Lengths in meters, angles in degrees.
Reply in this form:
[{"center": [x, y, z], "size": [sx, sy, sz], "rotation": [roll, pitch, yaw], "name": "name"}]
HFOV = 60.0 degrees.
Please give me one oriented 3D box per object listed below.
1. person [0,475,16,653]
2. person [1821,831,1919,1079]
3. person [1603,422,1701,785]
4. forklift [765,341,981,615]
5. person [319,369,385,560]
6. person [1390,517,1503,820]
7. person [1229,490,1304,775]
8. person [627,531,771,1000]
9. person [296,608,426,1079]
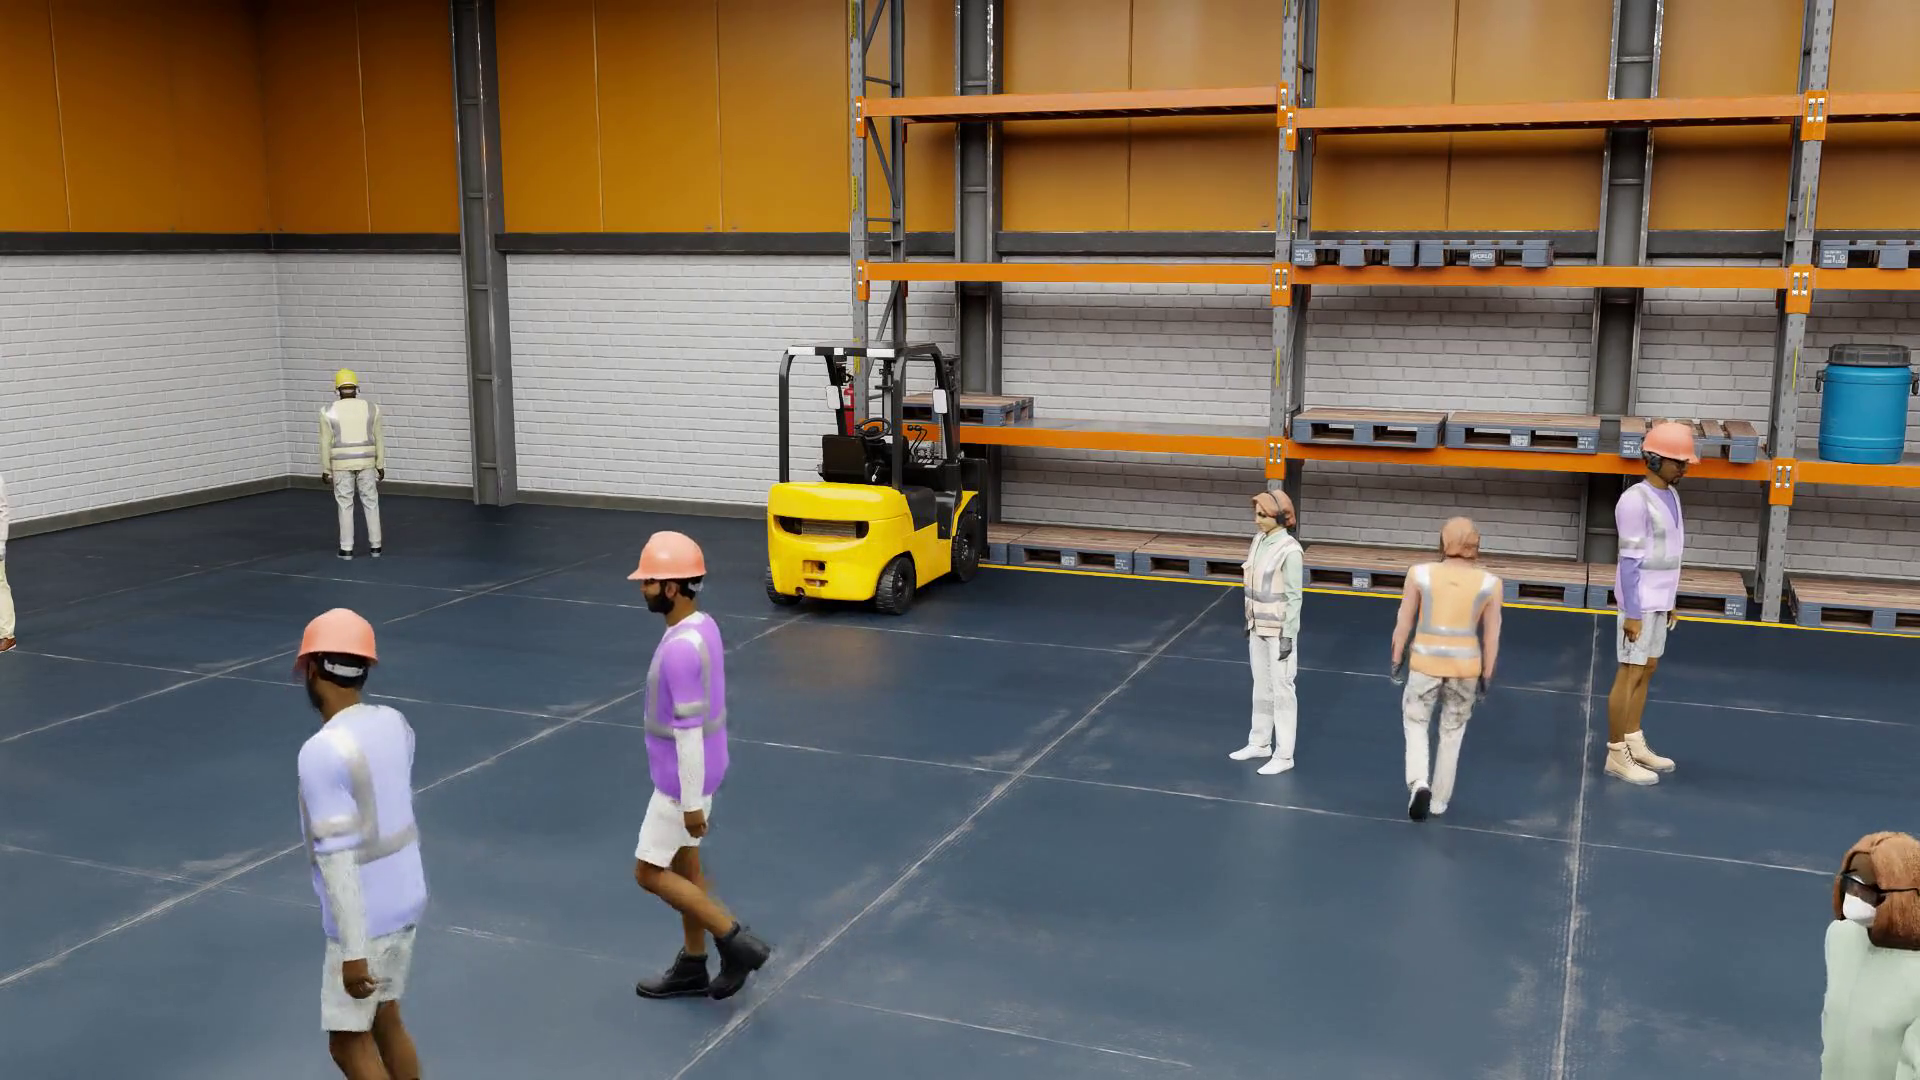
[{"center": [-7.254, 0.026, 12.312], "size": [0.497, 1.633, 0.289], "rotation": [3, 11, 16], "name": "person"}, {"center": [2.258, 1.507, 4.203], "size": [0.839, 1.582, 0.504], "rotation": [-2, 10, -12], "name": "person"}, {"center": [3.909, 0.348, 9.387], "size": [0.388, 2.040, 0.610], "rotation": [9, 13, 41], "name": "person"}, {"center": [-0.739, -0.602, 14.246], "size": [1.214, 2.155, 2.313], "rotation": [4, 11, 21], "name": "forklift"}, {"center": [-5.827, -0.727, 15.958], "size": [0.601, 1.827, 0.403], "rotation": [-6, 12, -32], "name": "person"}, {"center": [2.515, 0.692, 8.623], "size": [0.551, 1.622, 0.537], "rotation": [2, 10, 14], "name": "person"}, {"center": [1.787, 0.520, 9.541], "size": [0.309, 1.640, 0.511], "rotation": [-3, 11, -19], "name": "person"}, {"center": [-1.060, 0.913, 6.564], "size": [0.474, 1.922, 0.552], "rotation": [1, 10, 4], "name": "person"}, {"center": [-1.873, 1.172, 5.219], "size": [0.508, 1.887, 0.652], "rotation": [1, 10, 7], "name": "person"}]
